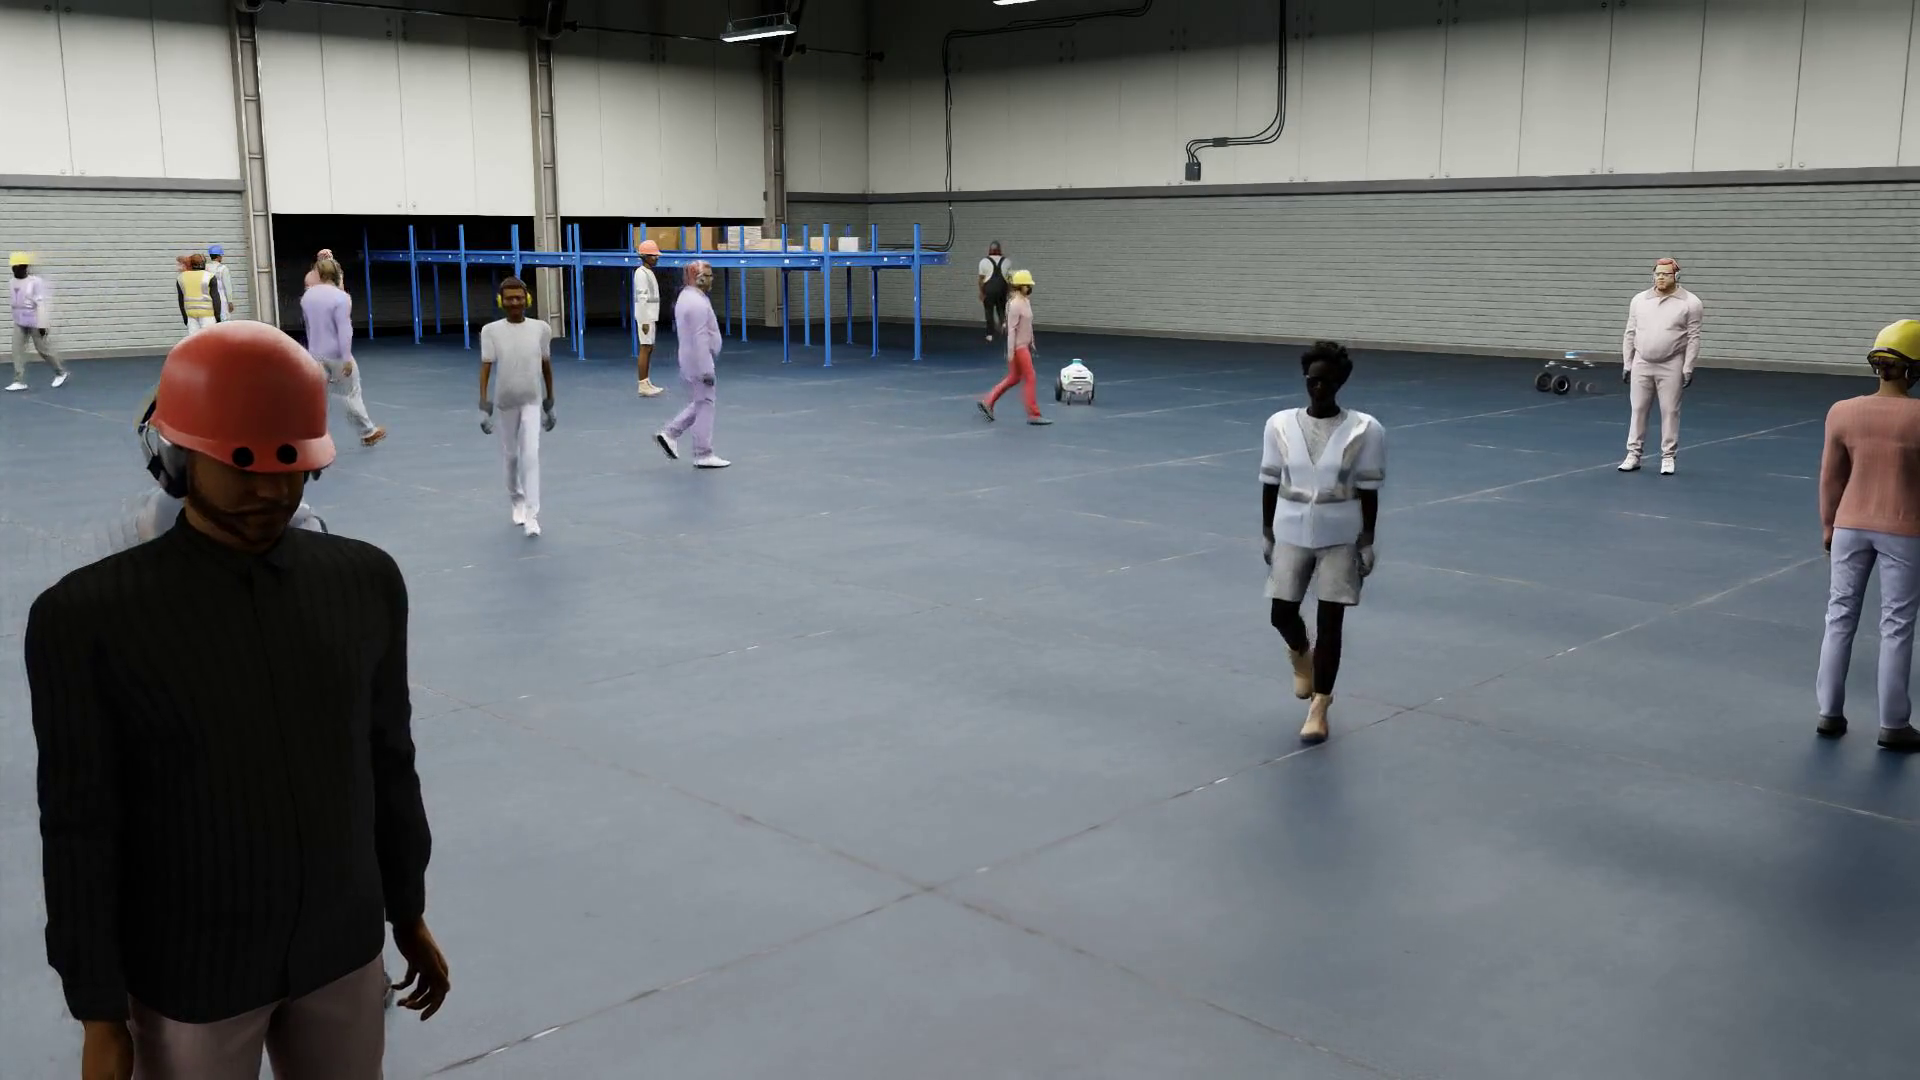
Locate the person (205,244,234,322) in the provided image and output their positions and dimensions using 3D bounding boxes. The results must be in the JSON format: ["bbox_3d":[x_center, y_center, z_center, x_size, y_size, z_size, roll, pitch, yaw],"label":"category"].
[{"bbox_3d":[-12.935,-4.169,29.013,0.616,1.945,0.404,4,11,19],"label":"person"}]

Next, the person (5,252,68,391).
[{"bbox_3d":[-12.822,-3.033,22.980,0.596,1.896,0.921,3,11,17],"label":"person"}]

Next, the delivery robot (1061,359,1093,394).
[{"bbox_3d":[1.489,-2.071,21.236,0.477,0.478,0.707,-1,10,-3],"label":"delivery robot"}]

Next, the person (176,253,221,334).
[{"bbox_3d":[-11.289,-3.337,24.769,0.624,1.845,0.430,1,10,6],"label":"person"}]

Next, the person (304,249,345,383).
[{"bbox_3d":[-9.060,-3.214,23.920,0.642,1.909,0.410,3,11,18],"label":"person"}]

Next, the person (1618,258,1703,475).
[{"bbox_3d":[6.232,-1.550,14.844,0.643,1.909,0.410,8,13,36],"label":"person"}]

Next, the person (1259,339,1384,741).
[{"bbox_3d":[1.534,-0.016,7.089,0.538,1.683,0.518,5,11,24],"label":"person"}]

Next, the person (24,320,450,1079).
[{"bbox_3d":[-1.091,0.652,2.622,0.392,1.985,0.610,8,13,38],"label":"person"}]

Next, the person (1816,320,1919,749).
[{"bbox_3d":[3.842,-0.026,6.922,0.311,1.768,0.522,-8,13,-37],"label":"person"}]

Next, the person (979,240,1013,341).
[{"bbox_3d":[0.697,-5.039,33.624,0.688,2.000,0.627,-2,11,-13],"label":"person"}]

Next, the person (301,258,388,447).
[{"bbox_3d":[-6.129,-1.818,16.358,0.651,1.882,1.003,5,12,25],"label":"person"}]

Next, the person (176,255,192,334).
[{"bbox_3d":[-11.589,-3.442,25.433,0.697,1.813,0.596,-3,11,-16],"label":"person"}]

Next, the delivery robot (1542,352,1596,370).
[{"bbox_3d":[8.228,-2.424,22.454,0.698,0.223,0.335,-2,11,-11],"label":"delivery robot"}]

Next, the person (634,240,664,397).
[{"bbox_3d":[-4.109,-2.940,22.051,0.394,2.042,0.611,0,10,0],"label":"person"}]

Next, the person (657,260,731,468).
[{"bbox_3d":[-2.428,-1.599,15.161,0.537,1.893,0.655,-4,11,-19],"label":"person"}]

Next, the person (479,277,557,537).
[{"bbox_3d":[-3.182,-0.967,11.943,0.541,1.819,0.977,-3,11,-16],"label":"person"}]

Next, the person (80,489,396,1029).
[{"bbox_3d":[-1.852,0.456,4.203,0.597,1.811,0.757,5,12,25],"label":"person"}]

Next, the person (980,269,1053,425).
[{"bbox_3d":[0.628,-2.180,18.748,0.827,1.737,0.523,2,11,13],"label":"person"}]
